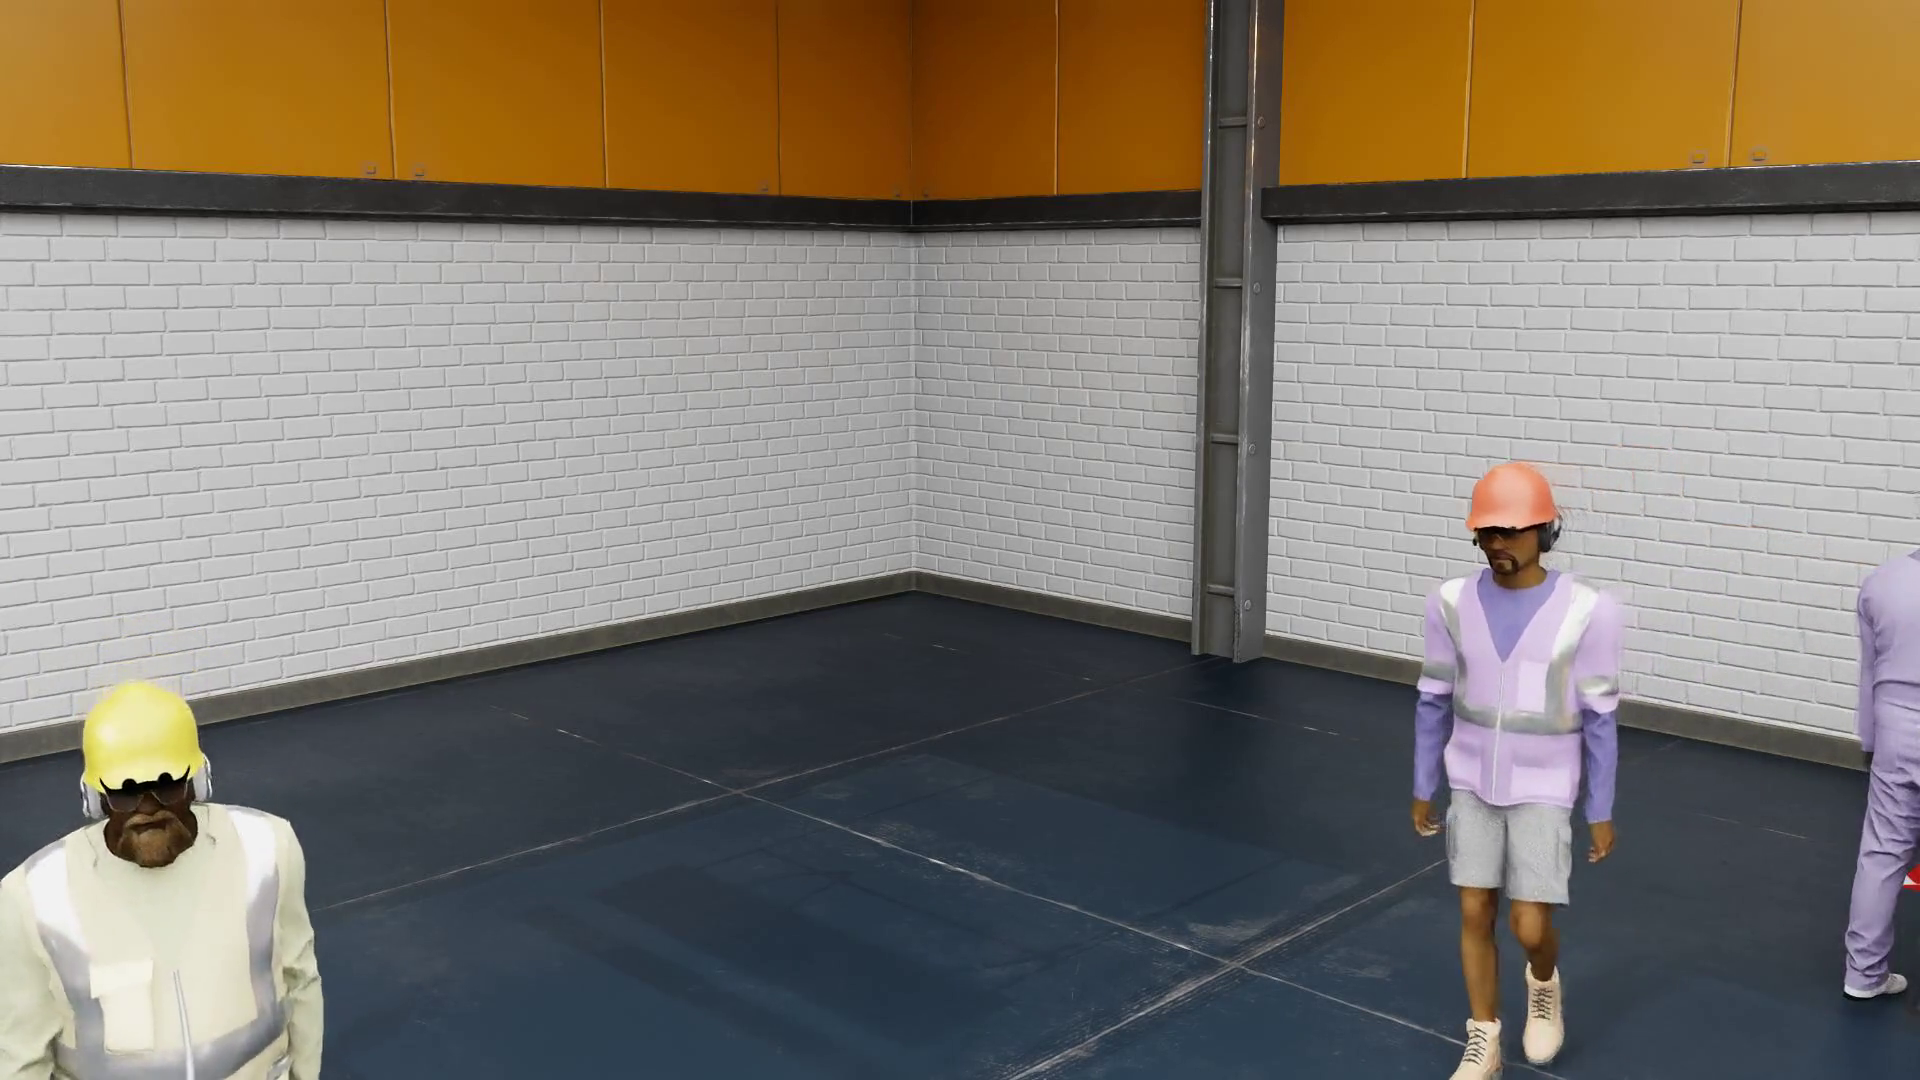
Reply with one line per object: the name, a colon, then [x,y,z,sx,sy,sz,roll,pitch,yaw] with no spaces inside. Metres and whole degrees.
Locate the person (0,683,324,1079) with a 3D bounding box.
person: [-1.565,1.172,3.323,0.621,1.808,0.611,-6,11,-32]

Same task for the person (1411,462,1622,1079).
person: [1.731,0.756,5.215,0.636,2.025,0.488,7,12,38]

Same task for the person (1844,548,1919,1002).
person: [3.399,0.740,5.720,0.404,1.900,0.637,-5,10,-26]
